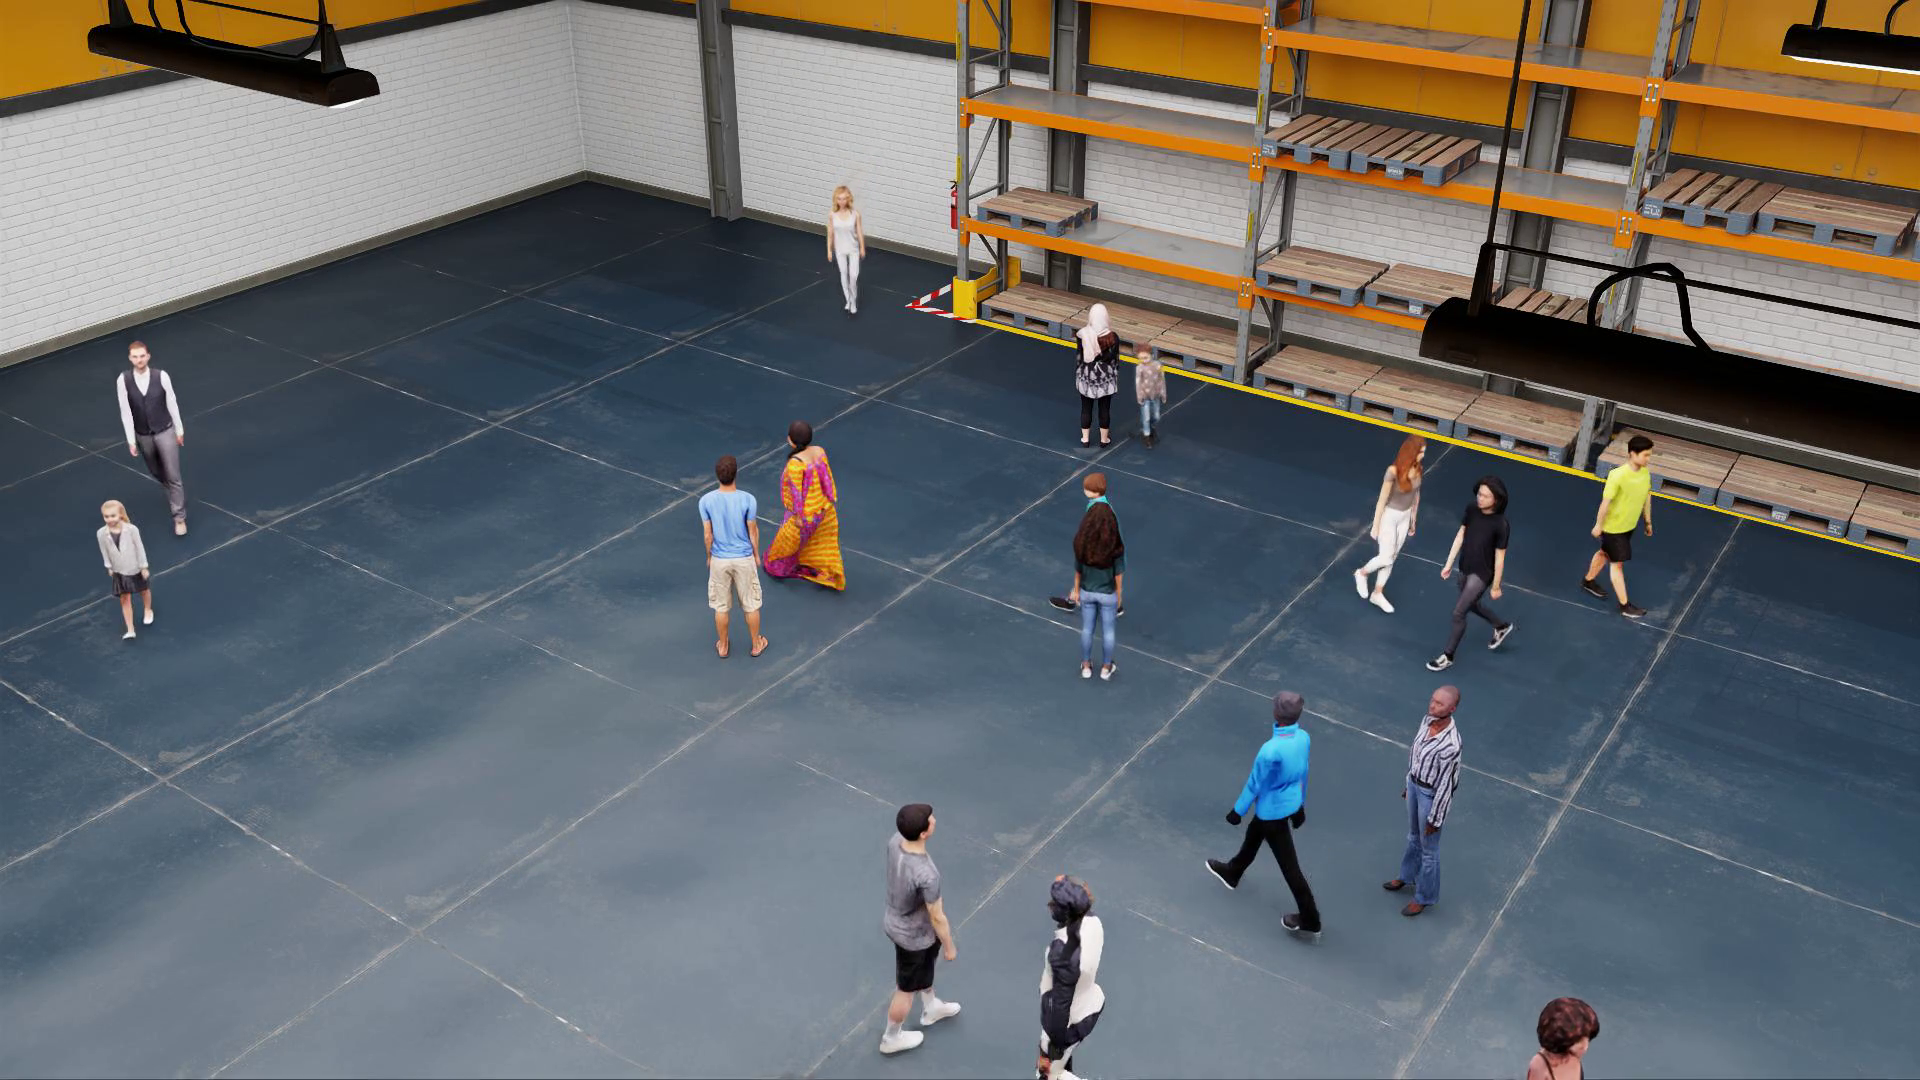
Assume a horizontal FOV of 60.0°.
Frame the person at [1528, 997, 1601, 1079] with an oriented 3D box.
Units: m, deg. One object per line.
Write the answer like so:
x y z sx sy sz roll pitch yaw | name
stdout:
2.997 3.086 8.786 0.731 1.771 0.985 -21 35 -33 | person

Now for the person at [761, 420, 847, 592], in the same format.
-1.340 -0.291 15.113 1.111 1.641 0.640 18 33 29 | person

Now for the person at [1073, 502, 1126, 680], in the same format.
1.155 0.431 13.816 0.632 1.616 0.729 8 30 14 | person

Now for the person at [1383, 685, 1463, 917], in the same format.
3.166 1.740 11.229 0.746 1.795 0.683 -5 29 -9 | person

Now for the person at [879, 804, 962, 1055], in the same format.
-0.377 2.373 10.012 0.937 1.849 0.924 -14 32 -24 | person

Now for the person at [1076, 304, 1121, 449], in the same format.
1.466 -1.761 17.811 0.708 1.638 0.798 3 29 6 | person

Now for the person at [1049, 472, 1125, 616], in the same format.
1.290 0.071 14.686 0.954 1.414 0.722 11 30 19 | person

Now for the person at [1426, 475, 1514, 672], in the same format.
4.411 0.243 13.969 1.100 1.798 1.143 -10 30 -17 | person

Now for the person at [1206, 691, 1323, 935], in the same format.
2.189 1.864 11.062 1.230 1.737 0.709 23 36 36 | person

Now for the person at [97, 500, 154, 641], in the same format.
-7.291 0.212 14.601 0.816 1.248 0.908 -8 30 -14 | person

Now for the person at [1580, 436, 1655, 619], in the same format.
5.830 -0.185 14.888 0.880 1.669 1.116 -18 33 -29 | person

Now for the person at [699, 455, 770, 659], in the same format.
-1.922 0.147 14.077 0.705 1.864 0.793 -1 29 -2 | person

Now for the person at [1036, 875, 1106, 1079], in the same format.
0.692 2.705 9.377 1.032 1.874 0.833 10 30 18 | person

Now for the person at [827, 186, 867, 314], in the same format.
-1.445 -3.792 21.516 0.760 1.656 0.833 3 29 5 | person

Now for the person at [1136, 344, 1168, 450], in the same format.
2.028 -1.567 17.939 0.619 1.174 0.680 -9 30 -16 | person

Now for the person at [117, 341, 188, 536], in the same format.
-7.860 -1.062 16.248 1.111 1.906 1.236 -8 30 -14 | person

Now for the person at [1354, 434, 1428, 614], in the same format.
3.821 -0.195 14.869 0.763 1.705 0.823 -14 32 -25 | person
